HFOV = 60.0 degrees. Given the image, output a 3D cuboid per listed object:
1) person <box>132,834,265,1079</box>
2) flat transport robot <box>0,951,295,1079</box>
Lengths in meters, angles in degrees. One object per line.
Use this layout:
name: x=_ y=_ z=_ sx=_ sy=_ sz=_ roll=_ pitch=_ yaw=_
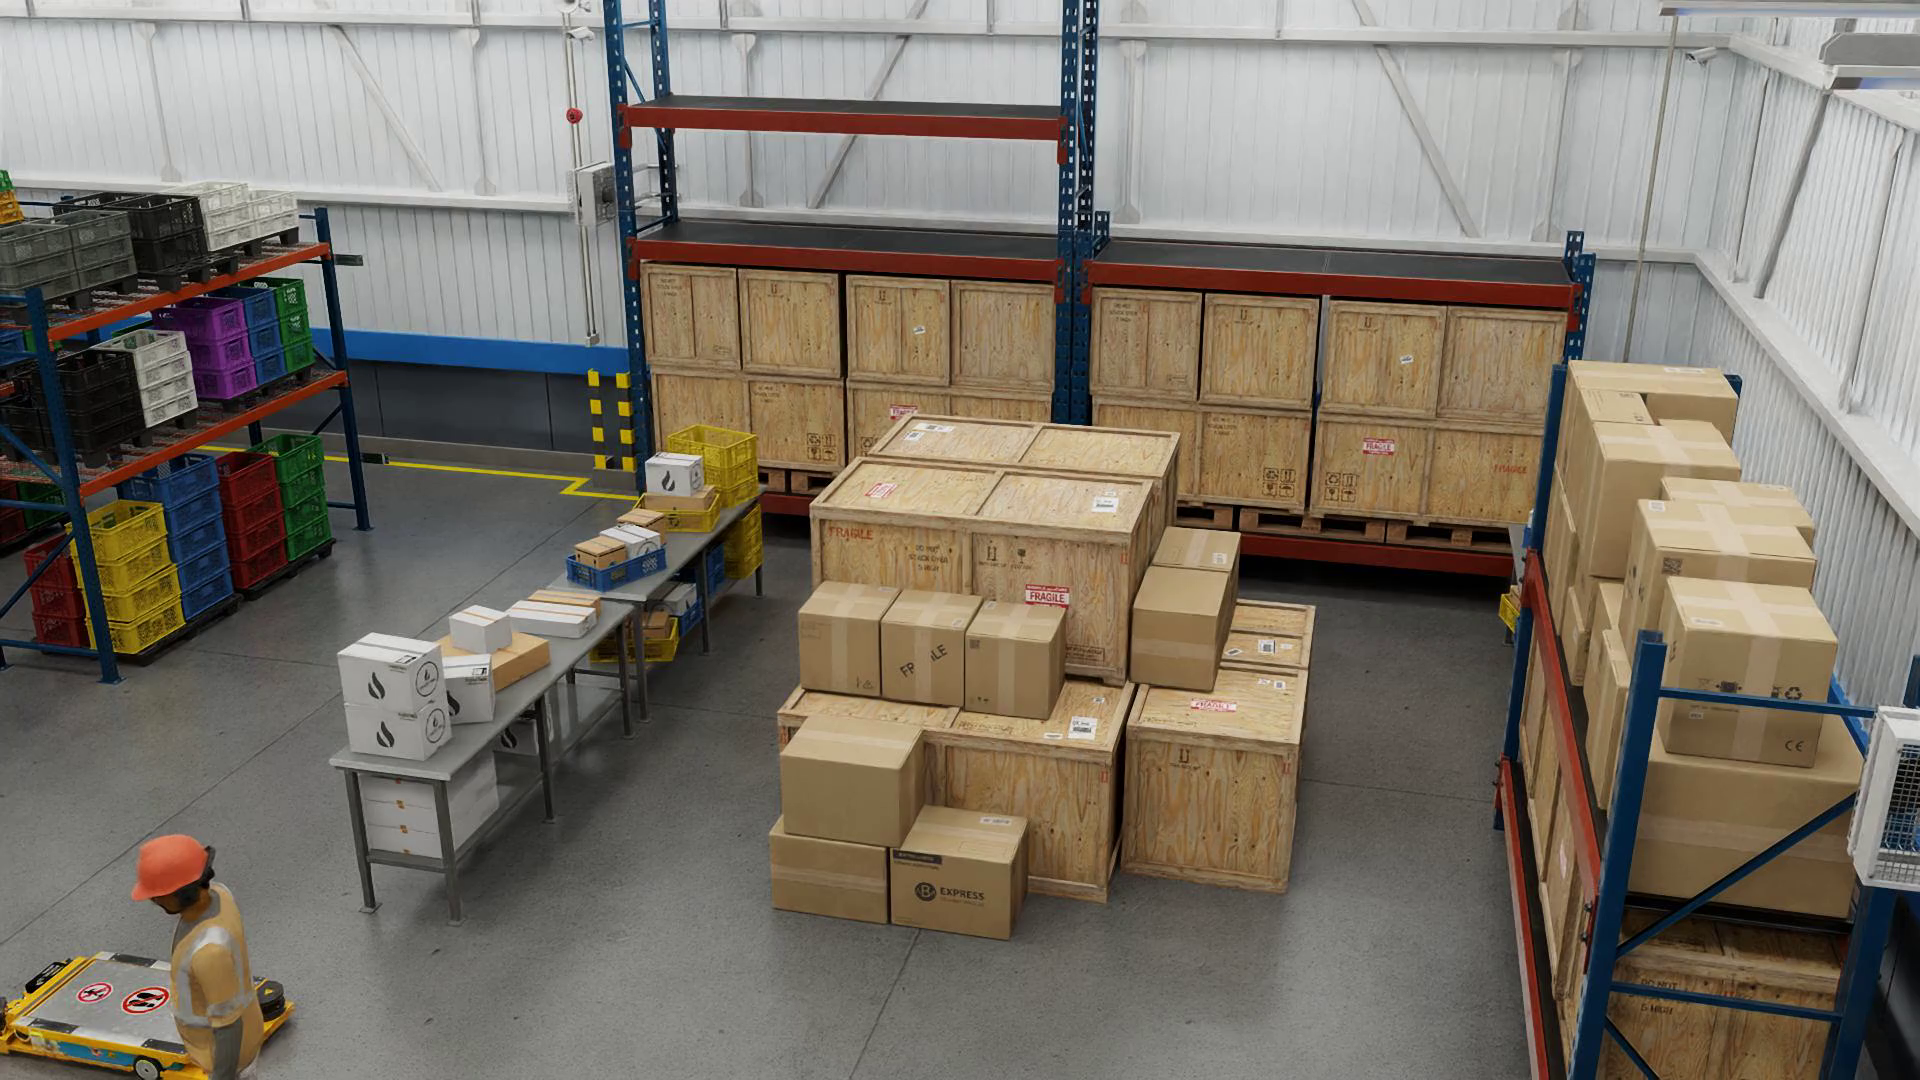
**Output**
person: x=-3.137 y=2.128 z=7.012 sx=0.388 sy=2.034 sz=0.605 roll=-9 pitch=23 yaw=-23
flat transport robot: x=-4.270 y=2.464 z=8.601 sx=1.431 sy=0.231 sz=0.659 roll=5 pitch=22 yaw=13
